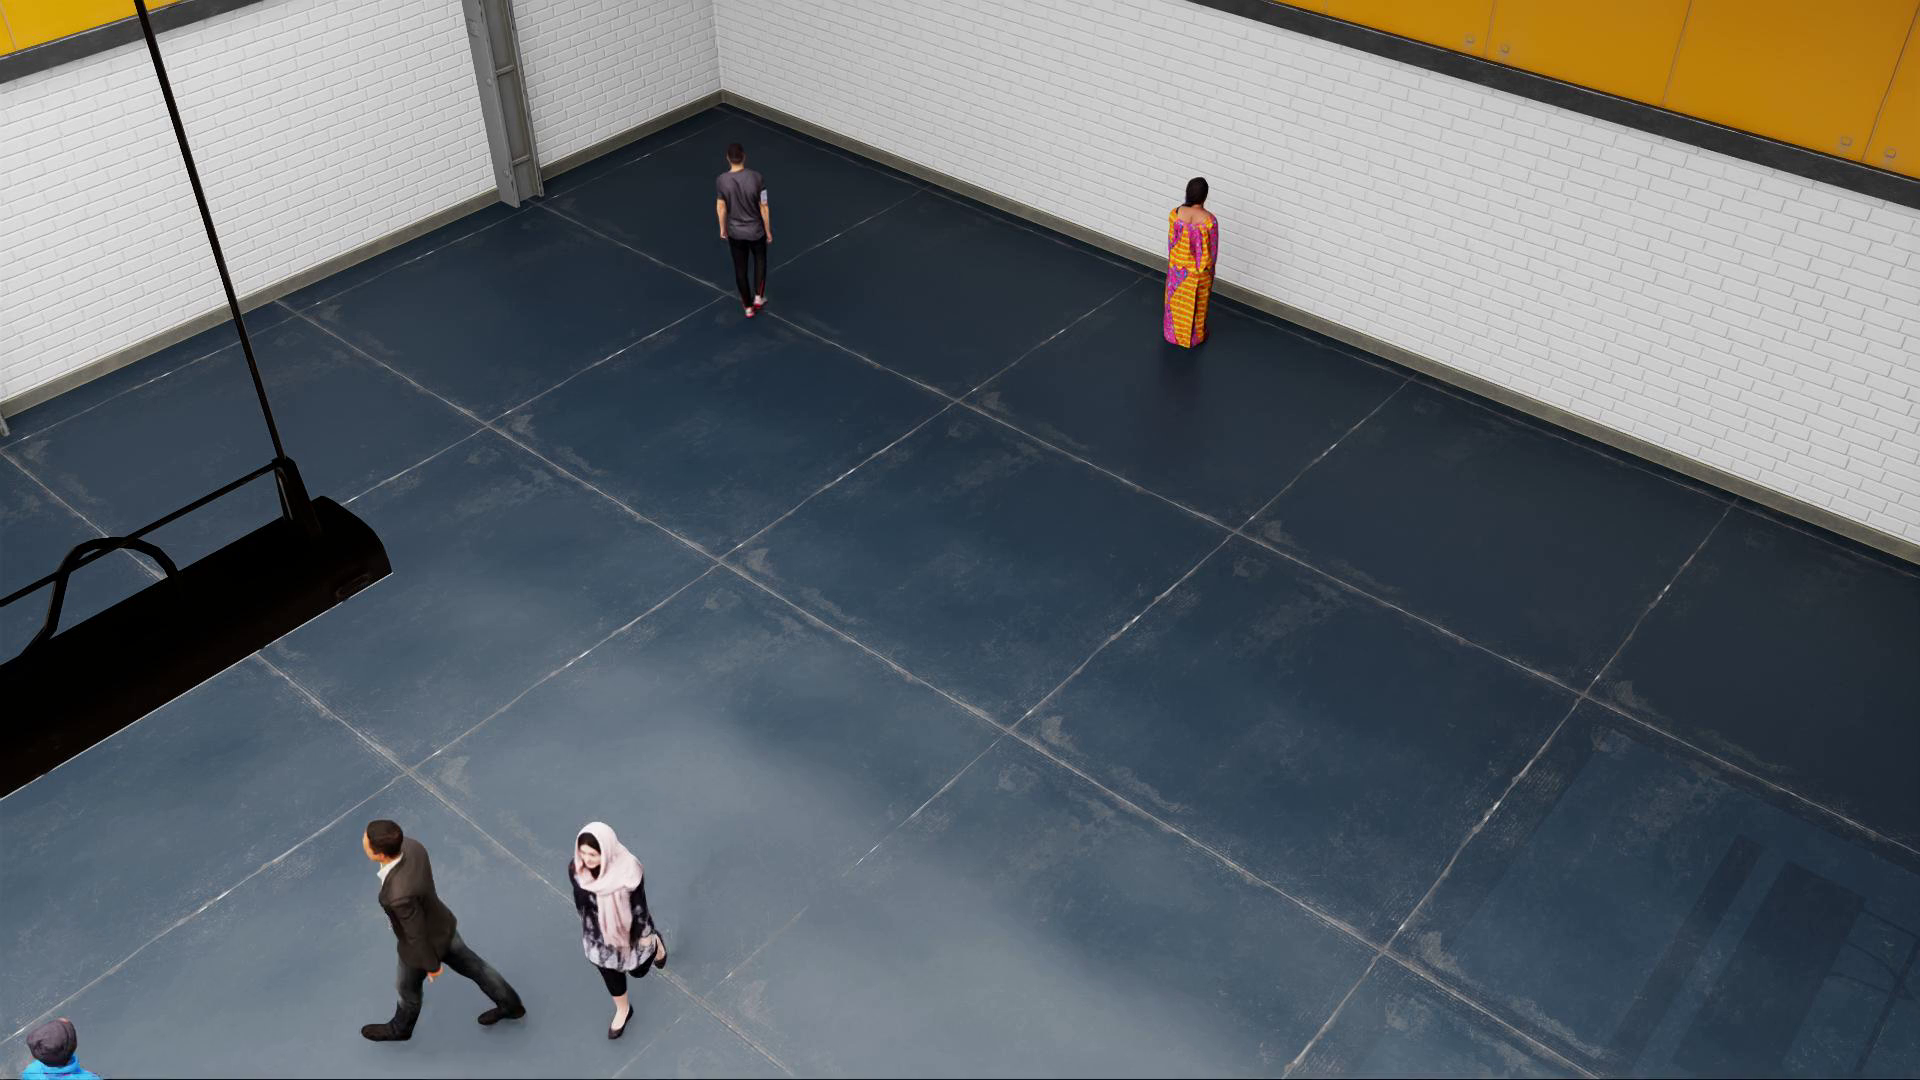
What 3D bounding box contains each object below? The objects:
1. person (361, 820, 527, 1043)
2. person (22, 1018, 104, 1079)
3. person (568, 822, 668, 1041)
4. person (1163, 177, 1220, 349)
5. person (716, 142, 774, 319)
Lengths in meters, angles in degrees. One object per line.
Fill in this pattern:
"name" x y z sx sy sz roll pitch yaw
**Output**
"person" -2.935 2.223 9.417 1.242 1.748 1.177 -5 39 -6
"person" -4.380 3.097 8.324 0.877 1.746 1.234 15 41 18
"person" -1.947 2.163 9.594 0.861 1.621 0.990 7 39 9
"person" 2.165 -2.629 15.539 0.710 1.690 0.729 17 42 20
"person" -2.049 -2.900 15.827 0.780 1.754 0.836 -2 39 -2
